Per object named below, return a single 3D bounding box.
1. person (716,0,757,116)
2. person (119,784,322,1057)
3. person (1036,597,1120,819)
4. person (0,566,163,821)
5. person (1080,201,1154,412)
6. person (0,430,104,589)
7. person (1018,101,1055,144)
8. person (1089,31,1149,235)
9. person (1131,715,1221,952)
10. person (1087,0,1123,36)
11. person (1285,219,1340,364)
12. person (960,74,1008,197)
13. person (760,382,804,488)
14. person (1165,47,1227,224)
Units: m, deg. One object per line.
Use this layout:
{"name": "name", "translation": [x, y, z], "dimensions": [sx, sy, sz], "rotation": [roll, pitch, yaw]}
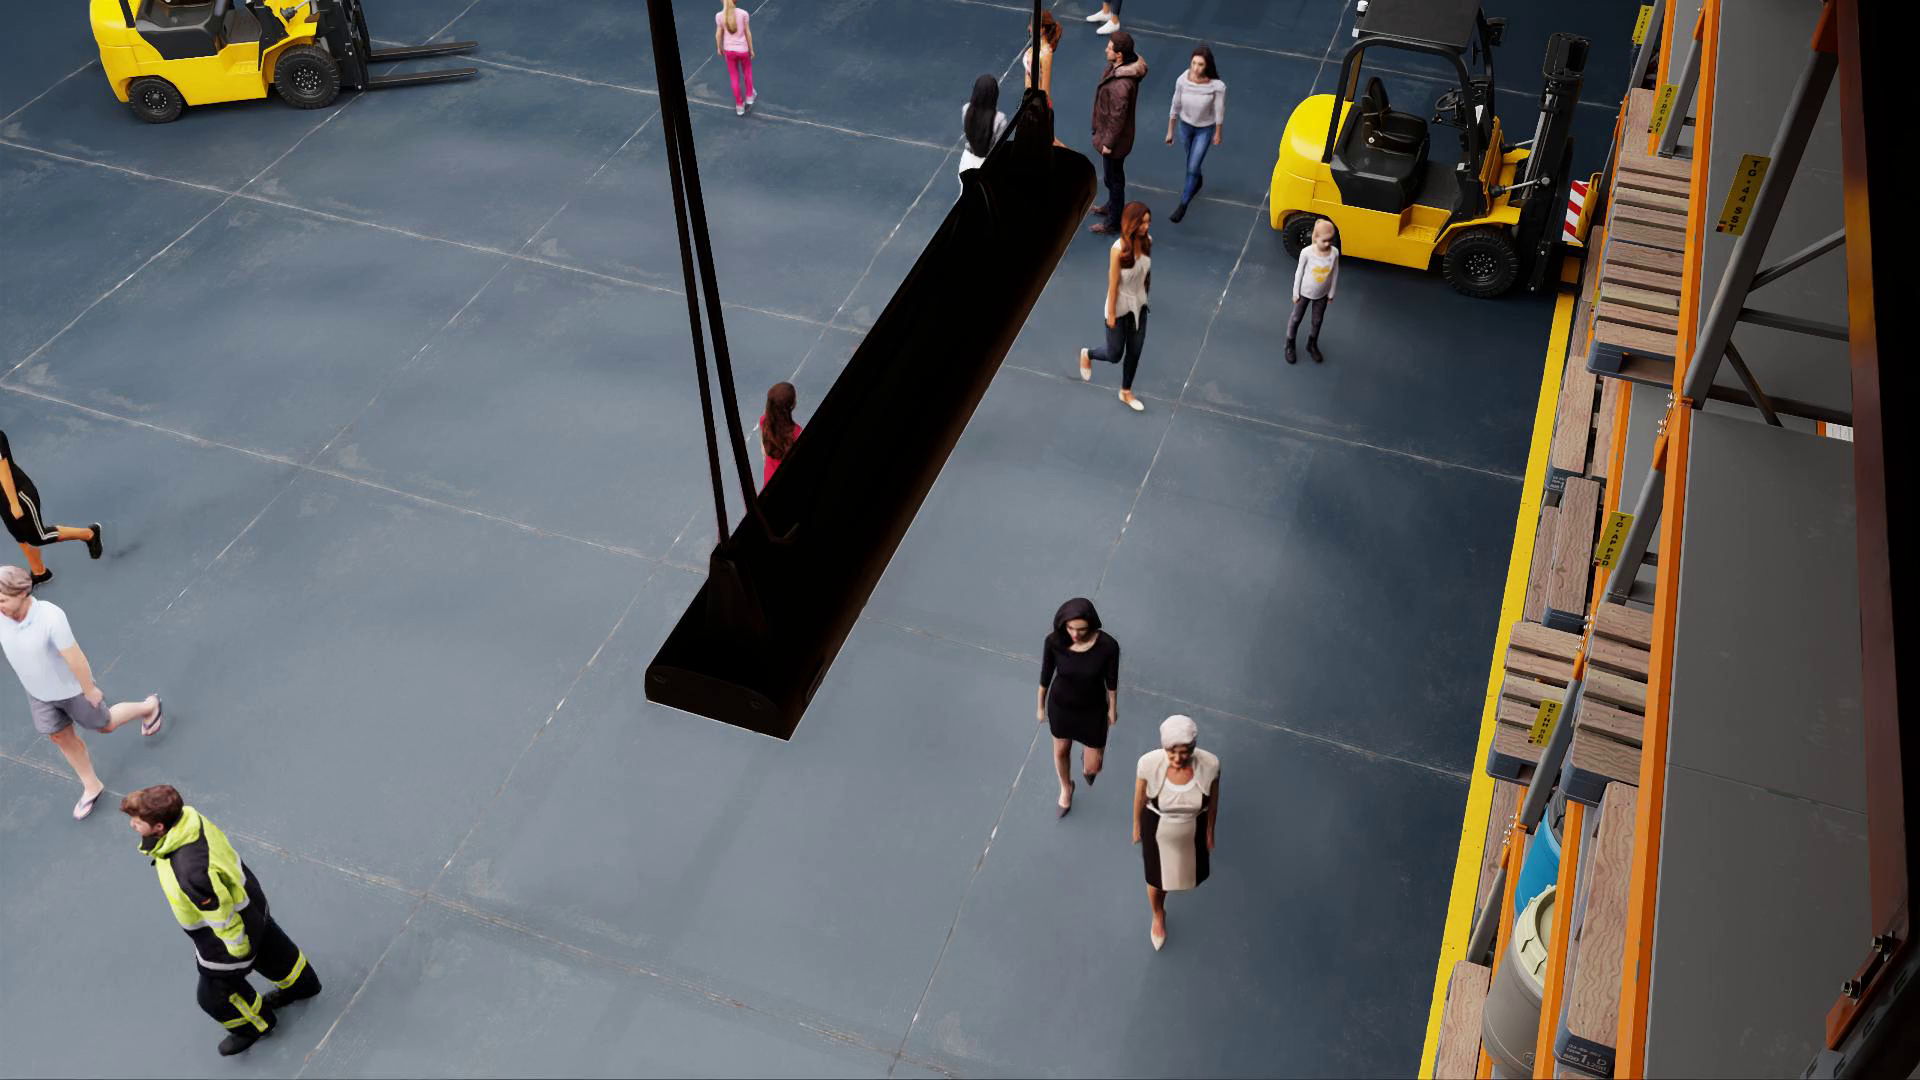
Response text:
{"name": "person", "translation": [-2.153, -4.693, 15.997], "dimensions": [0.643, 1.266, 0.743], "rotation": [-1, 44, -2]}
{"name": "person", "translation": [-3.714, 1.884, 8.589], "dimensions": [1.048, 1.962, 0.993], "rotation": [-21, 48, -21]}
{"name": "person", "translation": [0.706, 0.933, 9.711], "dimensions": [0.662, 1.791, 0.706], "rotation": [8, 44, 9]}
{"name": "person", "translation": [-5.260, 0.790, 9.847], "dimensions": [0.759, 1.810, 1.115], "rotation": [8, 44, 8]}
{"name": "person", "translation": [1.194, -1.787, 12.582], "dimensions": [0.929, 1.768, 0.923], "rotation": [-29, 51, -27]}
{"name": "person", "translation": [-6.305, -0.365, 11.169], "dimensions": [0.796, 1.659, 0.981], "rotation": [32, 52, 29]}
{"name": "person", "translation": [0.683, -2.935, 13.873], "dimensions": [0.703, 1.650, 0.658], "rotation": [20, 47, 19]}
{"name": "person", "translation": [1.343, -3.519, 14.343], "dimensions": [0.887, 1.848, 0.721], "rotation": [3, 44, 3]}
{"name": "person", "translation": [1.176, 1.524, 9.133], "dimensions": [0.792, 1.732, 0.970], "rotation": [1, 44, 1]}
{"name": "person", "translation": [1.557, -6.123, 17.104], "dimensions": [0.733, 1.809, 0.635], "rotation": [-12, 45, -12]}
{"name": "person", "translation": [2.787, -1.968, 13.131], "dimensions": [0.563, 1.274, 0.589], "rotation": [-3, 44, -3]}
{"name": "person", "translation": [0.141, -3.028, 13.964], "dimensions": [0.675, 1.659, 1.262], "rotation": [18, 46, 18]}
{"name": "person", "translation": [-1.225, -0.404, 11.296], "dimensions": [0.605, 1.539, 0.835], "rotation": [20, 47, 20]}
{"name": "person", "translation": [2.107, -3.635, 14.657], "dimensions": [0.760, 1.583, 1.102], "rotation": [23, 48, 22]}
